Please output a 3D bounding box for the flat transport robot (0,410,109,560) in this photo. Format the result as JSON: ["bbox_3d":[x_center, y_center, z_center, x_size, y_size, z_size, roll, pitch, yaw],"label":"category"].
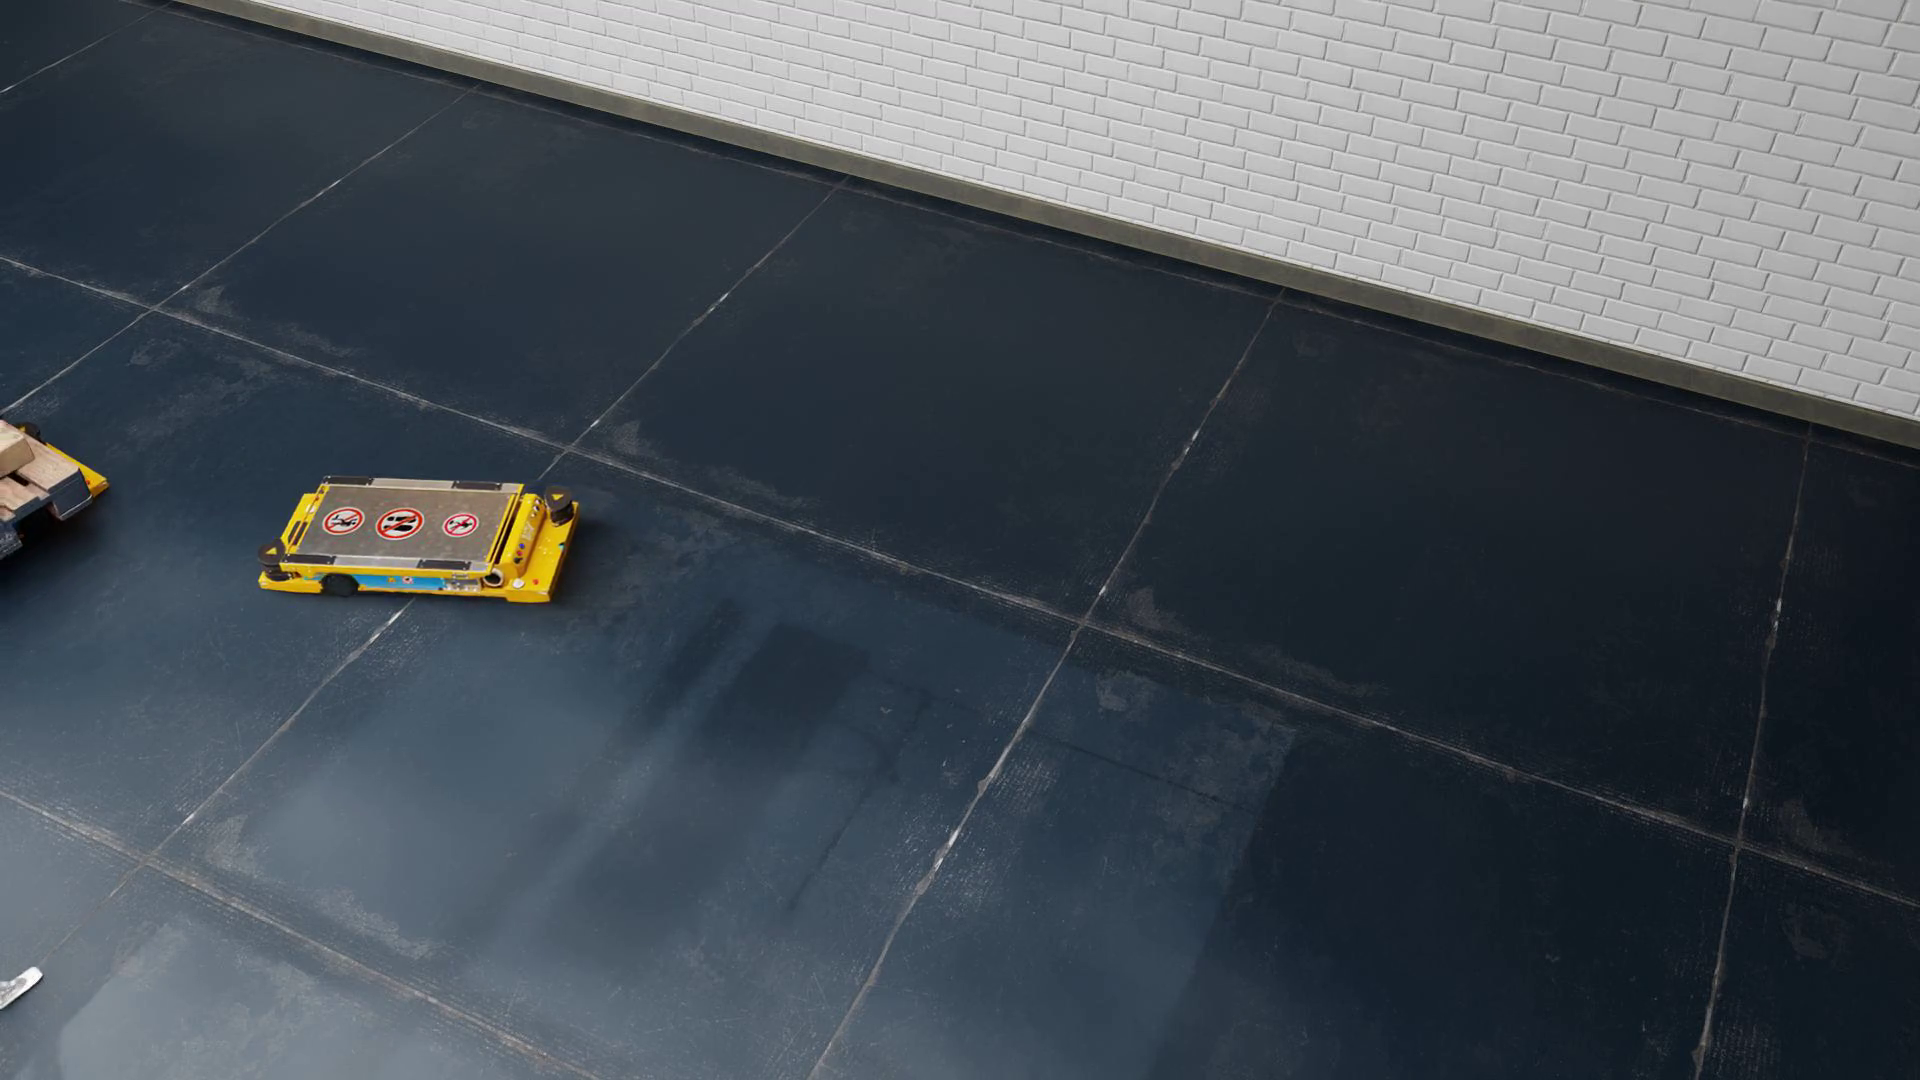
[{"bbox_3d":[-5.098,-0.055,8.315,0.659,0.231,1.431,25,48,25],"label":"flat transport robot"}]

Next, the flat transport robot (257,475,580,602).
[{"bbox_3d":[-2.674,-0.005,8.260,1.431,0.231,0.659,2,43,3],"label":"flat transport robot"}]

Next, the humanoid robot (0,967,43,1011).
[{"bbox_3d":[-3.920,1.381,5.712,0.530,1.772,0.994,27,49,26],"label":"humanoid robot"}]
